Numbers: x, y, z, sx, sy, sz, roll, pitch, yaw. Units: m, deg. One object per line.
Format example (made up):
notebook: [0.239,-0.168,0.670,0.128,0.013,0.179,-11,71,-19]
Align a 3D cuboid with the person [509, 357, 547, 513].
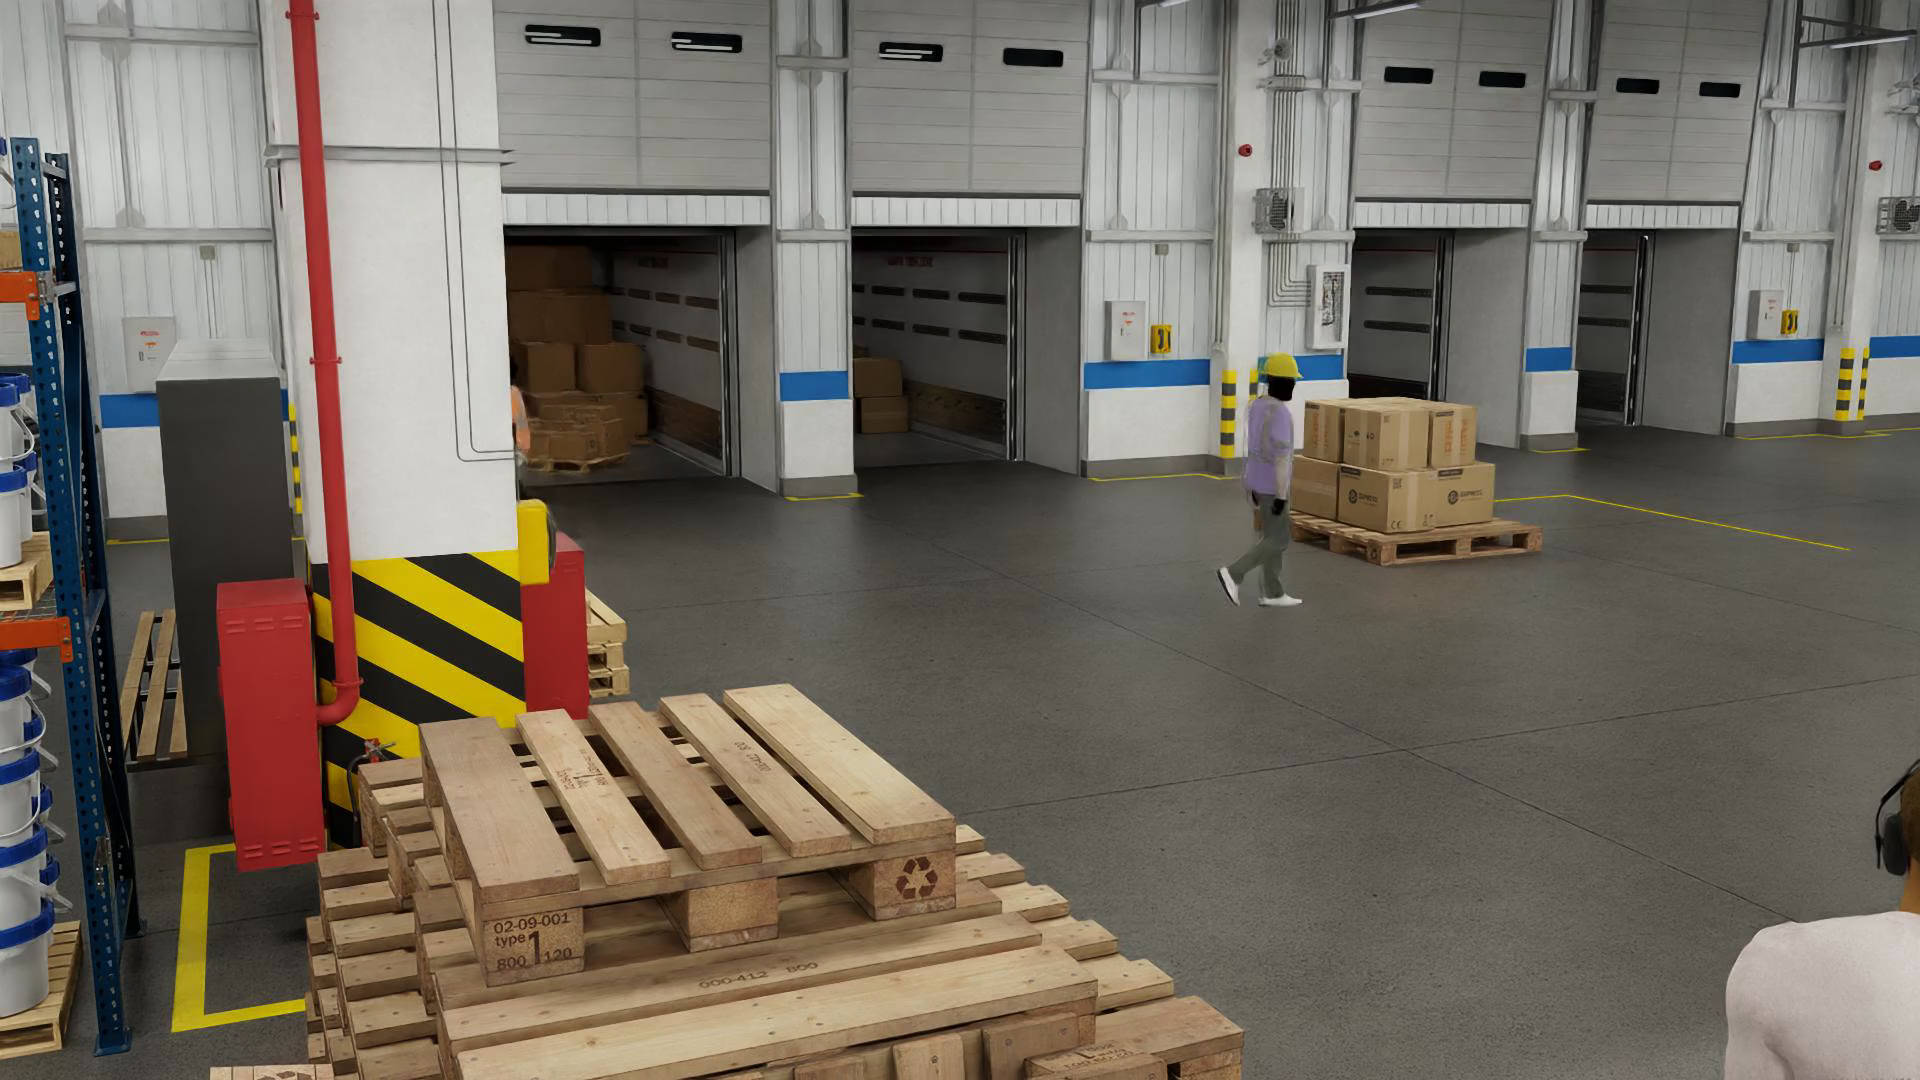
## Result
person: [-4.036,-0.827,15.032,0.412,1.681,0.559,-3,11,-17]

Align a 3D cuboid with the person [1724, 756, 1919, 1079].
person: [1.562,1.281,2.728,0.635,1.936,0.354,5,12,27]

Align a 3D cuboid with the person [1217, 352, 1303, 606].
person: [2.227,-0.420,12.193,0.643,1.910,0.592,-2,11,-12]
